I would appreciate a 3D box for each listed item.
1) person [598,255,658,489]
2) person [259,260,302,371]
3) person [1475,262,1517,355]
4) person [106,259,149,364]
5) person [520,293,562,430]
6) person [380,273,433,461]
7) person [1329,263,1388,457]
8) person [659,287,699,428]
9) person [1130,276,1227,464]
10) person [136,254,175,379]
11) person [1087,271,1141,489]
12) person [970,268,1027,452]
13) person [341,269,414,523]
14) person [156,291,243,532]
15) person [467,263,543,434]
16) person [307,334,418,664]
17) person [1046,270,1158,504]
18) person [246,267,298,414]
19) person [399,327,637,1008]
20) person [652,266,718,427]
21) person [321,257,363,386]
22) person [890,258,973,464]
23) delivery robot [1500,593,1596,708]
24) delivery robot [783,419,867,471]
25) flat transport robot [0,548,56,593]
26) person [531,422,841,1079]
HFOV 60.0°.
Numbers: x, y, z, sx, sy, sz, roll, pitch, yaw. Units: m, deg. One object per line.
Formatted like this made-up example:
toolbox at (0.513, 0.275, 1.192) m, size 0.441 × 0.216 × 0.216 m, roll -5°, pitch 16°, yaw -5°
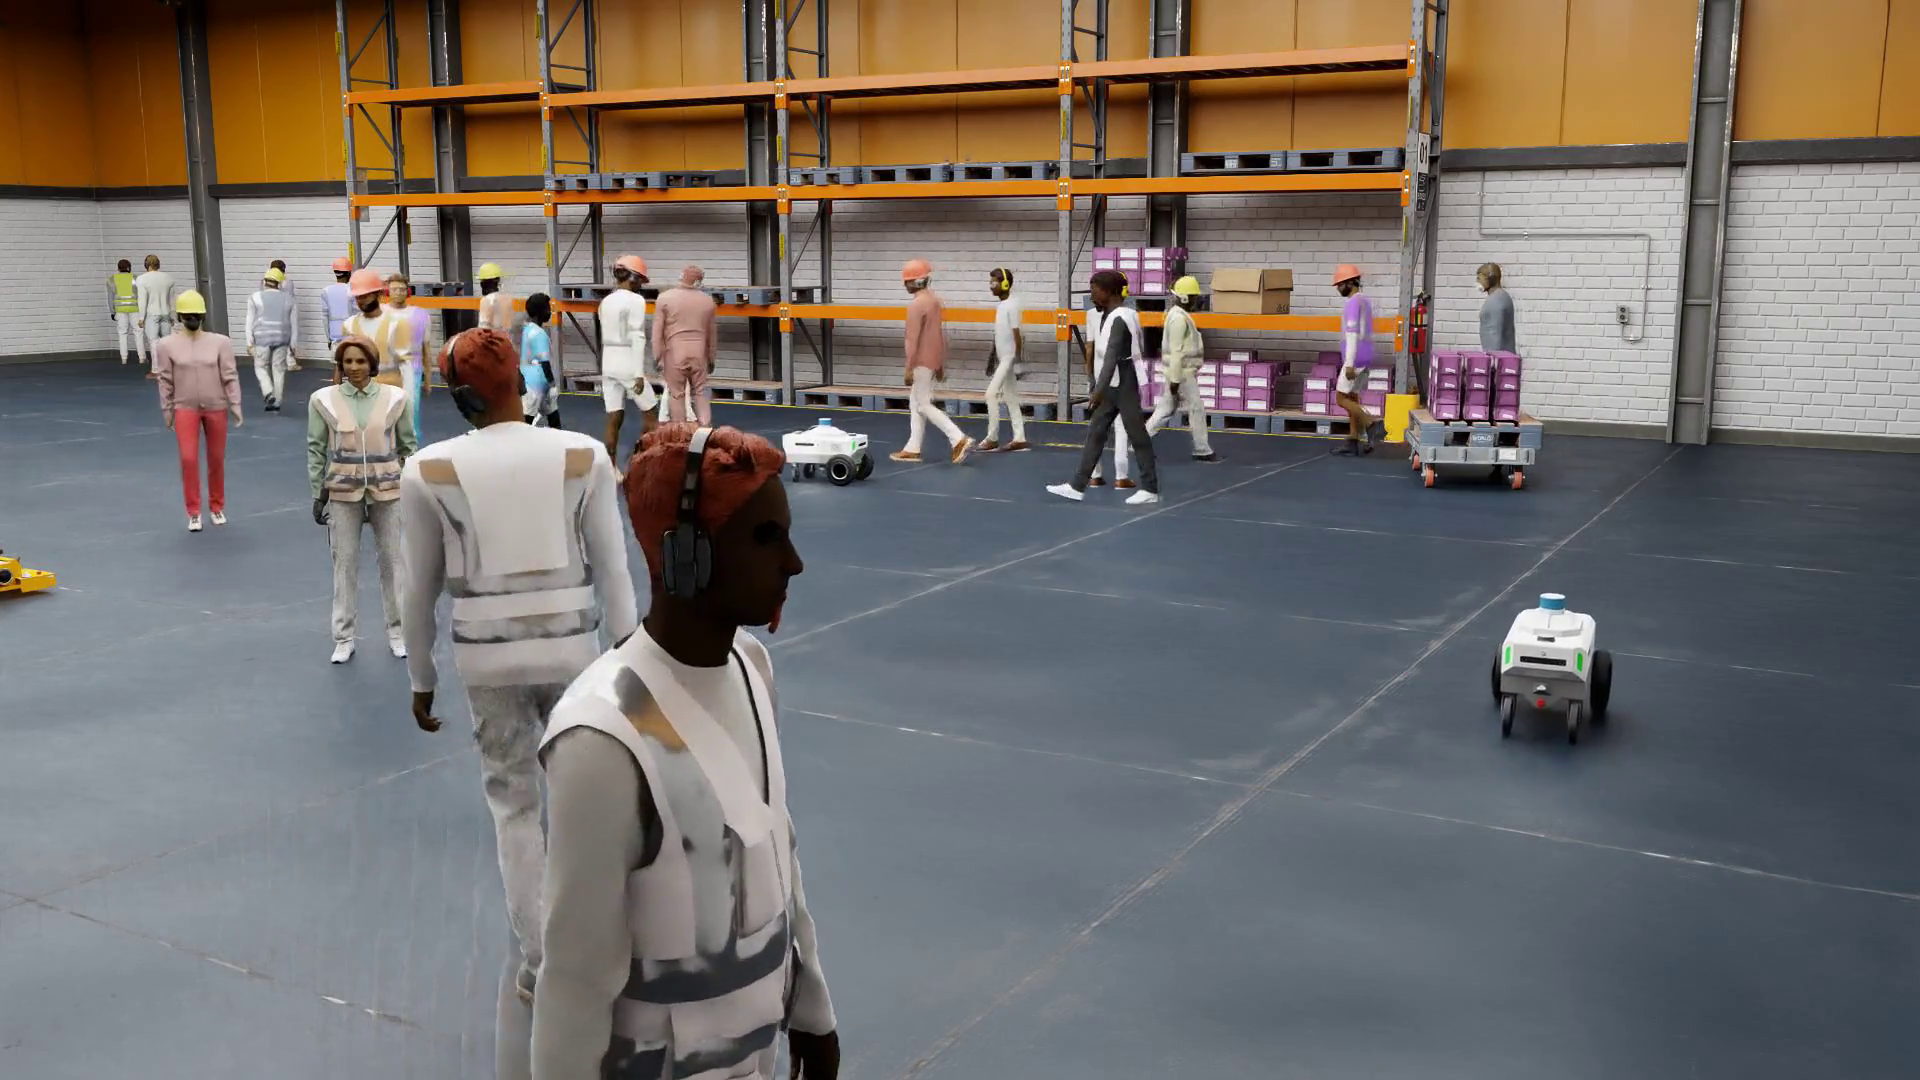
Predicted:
person at (-2.791, -1.431, 14.250) m, size 0.688 × 1.984 × 0.802 m, roll 9°, pitch 13°, yaw 42°
person at (-11.318, -3.741, 27.744) m, size 0.626 × 1.844 × 0.429 m, roll 2°, pitch 10°, yaw 13°
person at (5.117, -1.703, 15.980) m, size 0.449 × 1.915 × 0.665 m, roll 4°, pitch 11°, yaw 23°
person at (-14.706, -4.034, 29.422) m, size 0.621 × 1.838 × 0.429 m, roll -3°, pitch 10°, yaw -15°
person at (-3.822, -1.411, 15.105) m, size 0.885 × 1.646 × 0.544 m, roll -4°, pitch 11°, yaw -20°
person at (-5.044, -1.486, 14.988) m, size 0.579 × 1.833 × 0.602 m, roll -4°, pitch 11°, yaw -20°
person at (3.883, -1.749, 16.297) m, size 0.591 × 1.899 × 0.602 m, roll 5°, pitch 11°, yaw 27°
person at (-3.113, -2.043, 18.766) m, size 0.726 × 1.604 × 0.519 m, roll 1°, pitch 10°, yaw 8°
person at (2.069, -1.622, 15.884) m, size 0.901 × 1.799 × 0.589 m, roll 1°, pitch 10°, yaw 3°
person at (-12.621, -3.505, 26.130) m, size 0.359 × 1.938 × 0.635 m, roll 6°, pitch 11°, yaw 29°
person at (1.319, -1.362, 14.225) m, size 0.510 × 1.860 × 0.316 m, roll 6°, pitch 12°, yaw 31°
person at (0.352, -1.790, 16.680) m, size 0.746 × 1.844 × 0.535 m, roll -2°, pitch 10°, yaw -11°
person at (-4.414, -1.122, 12.752) m, size 0.549 × 1.909 × 0.840 m, roll 0°, pitch 10°, yaw -2°
person at (-5.538, -0.936, 12.156) m, size 0.537 × 1.741 × 0.748 m, roll -5°, pitch 11°, yaw -28°
person at (-4.992, -2.063, 18.107) m, size 0.871 × 1.898 × 0.598 m, roll 2°, pitch 10°, yaw 9°
person at (-2.963, -0.205, 8.298) m, size 0.523 × 1.636 × 0.311 m, roll -4°, pitch 11°, yaw -20°
person at (1.173, -1.207, 13.310) m, size 0.971 × 1.861 × 0.627 m, roll -2°, pitch 10°, yaw -9°
person at (-8.482, -2.449, 20.516) m, size 0.618 × 1.810 × 0.440 m, roll -7°, pitch 12°, yaw -33°
person at (-1.193, 0.353, 4.524) m, size 0.598 × 1.848 × 0.499 m, roll -4°, pitch 11°, yaw -22°
person at (-2.803, -1.863, 17.054) m, size 0.695 × 1.870 × 0.448 m, roll -6°, pitch 12°, yaw -29°
person at (-7.571, -2.515, 20.529) m, size 0.545 × 1.938 × 0.362 m, roll 1°, pitch 10°, yaw 6°
person at (-0.277, -1.680, 15.770) m, size 0.853 × 1.963 × 0.637 m, roll 3°, pitch 11°, yaw 18°
delivery robot at (2.565, 0.477, 7.235) m, size 0.477 × 0.478 × 0.707 m, roll 4°, pitch 11°, yaw 23°
delivery robot at (-1.188, -0.823, 14.595) m, size 0.707 × 0.478 × 0.477 m, roll 3°, pitch 11°, yaw 17°
flat transport robot at (-6.062, 0.262, 9.518) m, size 0.652 × 0.197 × 1.431 m, roll 6°, pitch 12°, yaw 29°
person at (-0.378, 0.744, 2.389) m, size 1.046 × 1.828 × 0.590 m, roll 1°, pitch 10°, yaw 8°
